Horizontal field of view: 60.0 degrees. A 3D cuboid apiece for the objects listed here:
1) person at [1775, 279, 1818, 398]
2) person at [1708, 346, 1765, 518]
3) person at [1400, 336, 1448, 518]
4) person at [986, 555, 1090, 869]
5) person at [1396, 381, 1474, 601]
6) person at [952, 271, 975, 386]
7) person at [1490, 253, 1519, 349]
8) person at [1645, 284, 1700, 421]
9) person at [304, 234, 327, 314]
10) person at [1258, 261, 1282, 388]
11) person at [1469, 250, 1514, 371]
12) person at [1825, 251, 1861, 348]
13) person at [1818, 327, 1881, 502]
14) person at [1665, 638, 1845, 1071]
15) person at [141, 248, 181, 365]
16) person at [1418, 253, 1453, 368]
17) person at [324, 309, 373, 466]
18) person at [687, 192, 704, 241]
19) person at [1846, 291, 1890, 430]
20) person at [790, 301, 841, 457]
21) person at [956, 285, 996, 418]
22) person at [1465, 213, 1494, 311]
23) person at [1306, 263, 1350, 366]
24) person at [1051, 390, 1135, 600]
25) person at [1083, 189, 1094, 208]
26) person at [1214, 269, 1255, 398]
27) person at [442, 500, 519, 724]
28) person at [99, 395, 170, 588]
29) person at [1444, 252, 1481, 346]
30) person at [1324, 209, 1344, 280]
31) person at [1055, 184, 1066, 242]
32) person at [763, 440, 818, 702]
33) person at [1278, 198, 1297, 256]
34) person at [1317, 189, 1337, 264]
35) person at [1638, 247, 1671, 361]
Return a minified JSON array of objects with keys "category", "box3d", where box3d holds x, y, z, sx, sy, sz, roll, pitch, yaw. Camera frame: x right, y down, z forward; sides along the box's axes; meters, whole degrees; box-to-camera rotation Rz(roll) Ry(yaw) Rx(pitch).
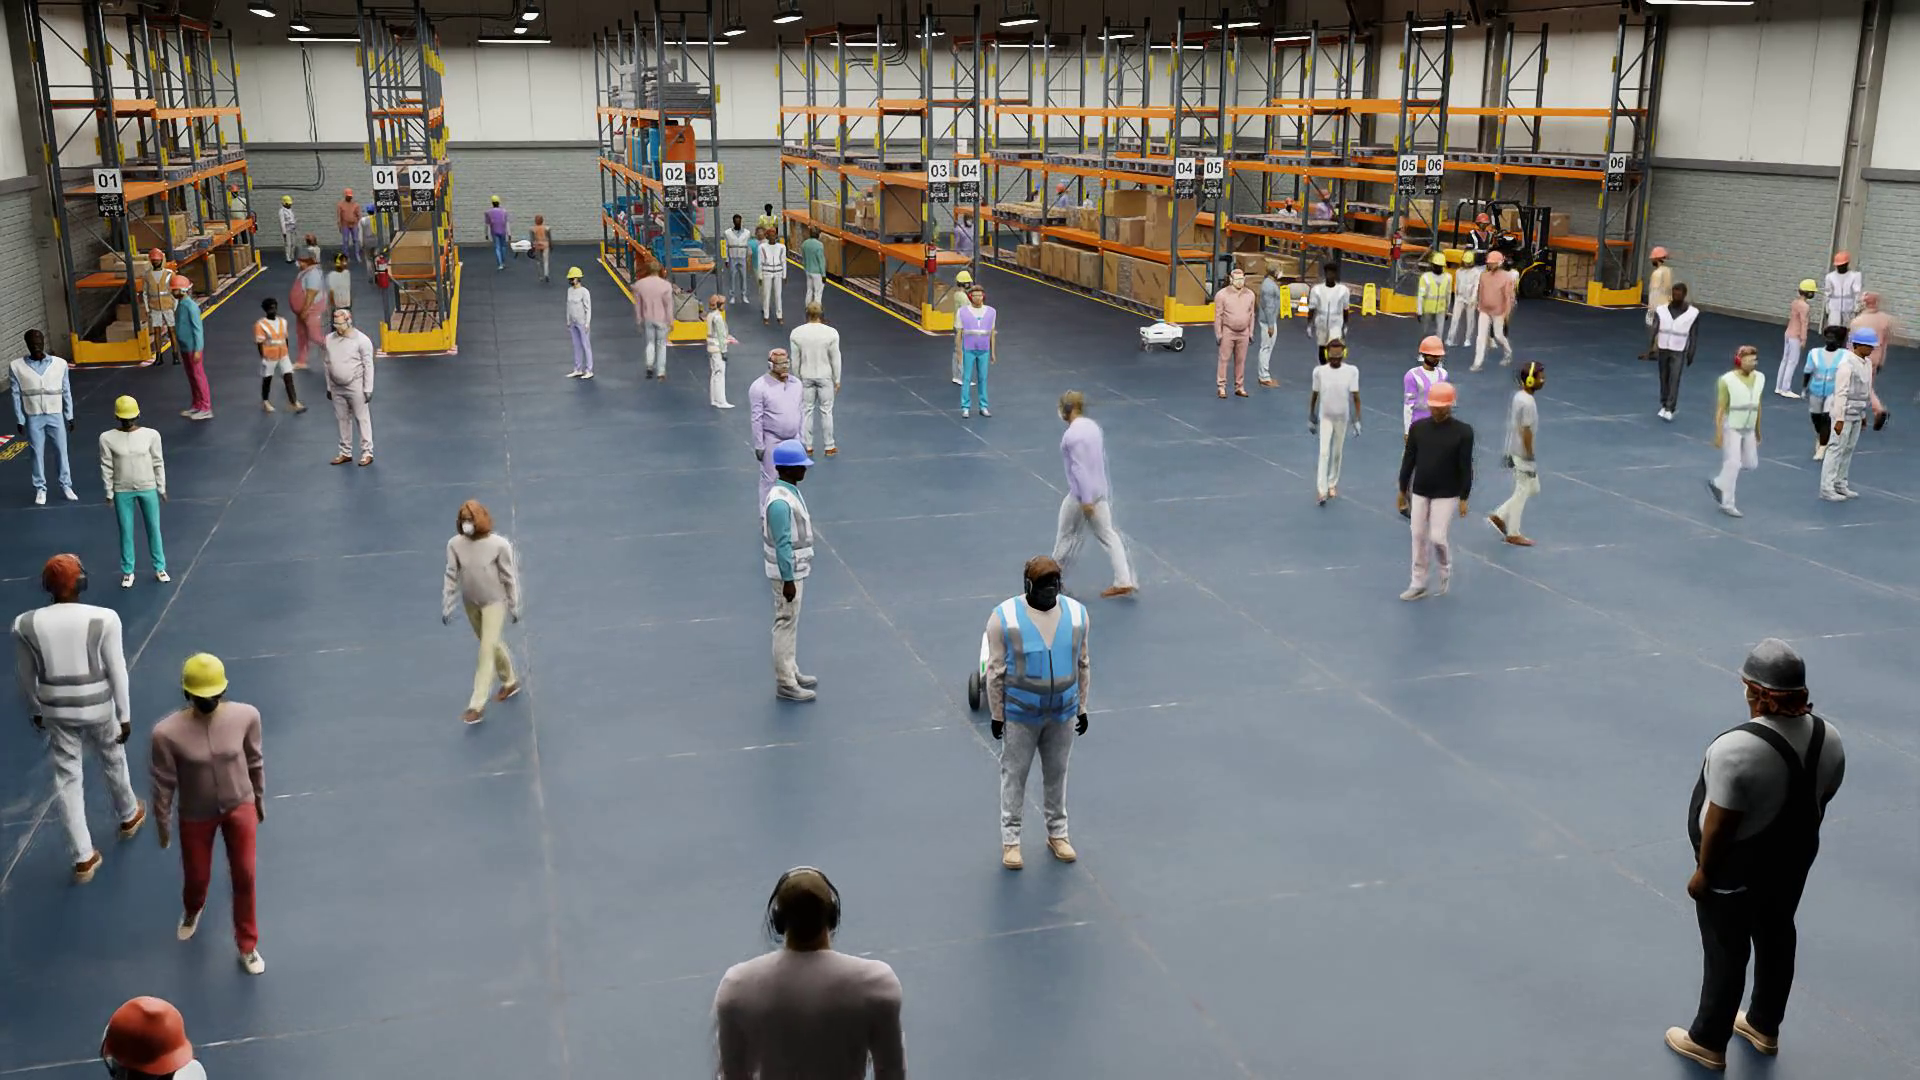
[{"category":"person","box3d":[12.503,-3.006,24.802,0.371,1.759,0.530,2,15,9]},{"category":"person","box3d":[8.293,-1.178,17.776,0.597,1.828,0.513,-6,16,-22]},{"category":"person","box3d":[4.944,-1.202,17.656,0.545,1.939,0.354,-7,17,-26]},{"category":"person","box3d":[0.463,0.984,9.611,0.627,1.847,0.429,-4,15,-16]},{"category":"person","box3d":[4.157,-0.425,14.642,0.652,1.974,0.425,14,20,43]},{"category":"person","box3d":[0.047,-3.287,25.834,0.314,1.769,0.523,-5,16,-17]},{"category":"person","box3d":[9.691,-4.256,29.606,0.535,1.700,0.318,-4,15,-16]},{"category":"person","box3d":[9.844,-2.603,23.055,0.599,1.878,0.866,12,19,37]},{"category":"person","box3d":[-13.334,-5.497,34.392,0.311,1.638,0.521,1,15,3]},{"category":"person","box3d":[4.787,-3.336,25.687,0.372,1.940,0.631,2,15,8]},{"category":"person","box3d":[8.783,-3.768,27.290,0.893,1.957,0.630,-13,20,-40]},{"category":"person","box3d":[14.840,-3.925,28.018,0.565,1.891,1.001,7,16,25]},{"category":"person","box3d":[9.826,-1.381,18.344,0.600,1.940,0.424,-12,19,-37]},{"category":"person","box3d":[3.586,1.417,7.605,0.682,2.000,0.538,-6,16,-21]},{"category":"person","box3d":[-13.328,-3.889,27.760,0.545,1.943,0.348,-4,15,-16]},{"category":"person","box3d":[7.920,-3.856,27.796,0.591,1.873,1.014,0,15,-2]},{"category":"person","box3d":[-7.413,-1.845,20.150,0.638,1.903,0.408,4,15,14]},{"category":"person","box3d":[-7.465,-8.924,46.988,0.449,1.824,0.662,1,15,5]},{"category":"person","box3d":[12.050,-2.361,22.116,0.665,1.884,0.586,-7,16,-23]},{"category":"person","box3d":[-1.776,-1.991,20.624,0.632,1.940,0.372,2,15,8]},{"category":"person","box3d":[0.224,-2.632,23.214,0.566,1.846,0.389,-4,15,-16]},{"category":"person","box3d":[10.835,-5.785,34.702,0.608,2.044,0.373,-4,15,-16]},{"category":"person","box3d":[5.703,-3.349,25.804,0.617,1.914,1.016,5,16,17]},{"category":"person","box3d":[1.111,-0.404,14.830,1.105,1.849,0.632,9,17,30]},{"category":"person","box3d":[3.480,-8.713,45.923,0.402,1.937,0.604,7,17,26]},{"category":"person","box3d":[4.091,-3.066,24.734,0.643,1.909,0.409,-4,15,-16]},{"category":"person","box3d":[-3.464,0.487,11.971,0.517,1.578,0.871,4,15,15]},{"category":"person","box3d":[-7.519,-0.451,15.170,0.522,1.764,0.318,-8,17,-28]},{"category":"person","box3d":[9.005,-4.282,29.727,0.484,1.692,0.869,10,18,34]},{"category":"person","box3d":[9.156,-7.214,40.649,0.487,1.746,0.288,-4,15,-16]},{"category":"person","box3d":[2.981,-9.674,49.687,0.411,1.876,0.677,3,15,12]},{"category":"person","box3d":[-1.258,0.215,12.304,0.385,1.948,0.602,0,15,-1]},{"category":"person","box3d":[8.836,-8.349,44.895,0.563,1.756,0.319,-4,15,-16]},{"category":"person","box3d":[9.834,-8.451,44.806,0.618,2.003,0.669,-4,15,-16]},{"category":"person","box3d":[11.795,-3.987,28.181,0.456,1.915,0.555,14,20,42]}]
